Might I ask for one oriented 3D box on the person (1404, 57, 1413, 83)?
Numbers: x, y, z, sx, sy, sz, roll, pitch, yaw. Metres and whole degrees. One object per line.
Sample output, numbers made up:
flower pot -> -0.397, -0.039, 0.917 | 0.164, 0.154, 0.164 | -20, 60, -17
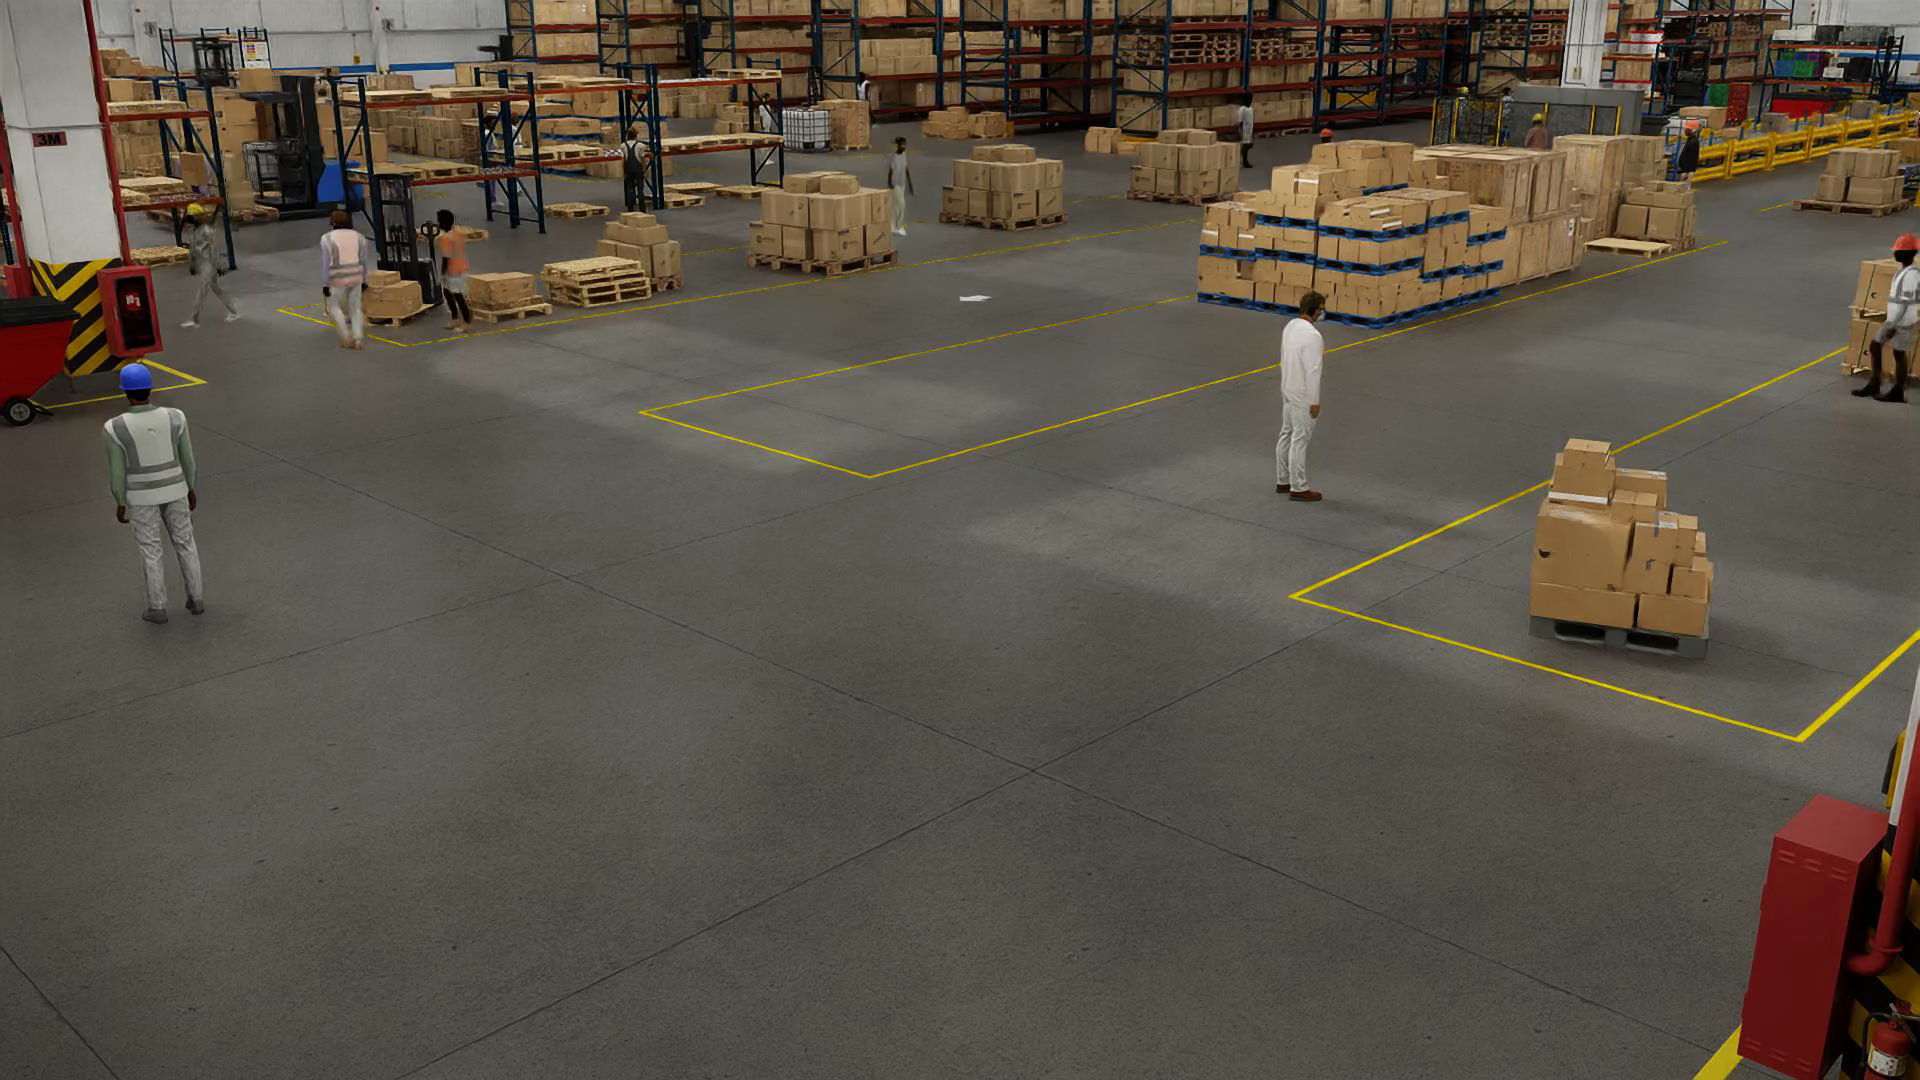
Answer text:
person -> 21.207, -22.187, 78.573 | 0.311, 1.636, 0.523 | 17, 25, 42

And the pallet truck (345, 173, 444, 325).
pallet truck -> -8.209, -4.181, 23.757 | 0.823, 1.965, 1.885 | 3, 19, 9

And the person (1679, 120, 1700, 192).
person -> 14.778, -7.520, 33.824 | 0.385, 1.994, 0.611 | 6, 19, 17

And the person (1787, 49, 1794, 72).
person -> 41.569, -23.891, 83.549 | 0.540, 1.732, 0.687 | -13, 23, -35

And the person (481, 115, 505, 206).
person -> -10.178, -8.222, 36.054 | 0.391, 1.920, 0.587 | -8, 20, -23

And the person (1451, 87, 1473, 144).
person -> 14.636, -12.279, 48.493 | 0.623, 1.792, 0.932 | 15, 23, 37

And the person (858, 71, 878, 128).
person -> -3.192, -14.782, 55.884 | 0.915, 1.888, 0.602 | -14, 23, -37

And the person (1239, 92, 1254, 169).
person -> 7.476, -10.723, 43.532 | 0.554, 1.952, 0.638 | 13, 22, 35

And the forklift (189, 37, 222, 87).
forklift -> -27.337, -16.864, 60.591 | 1.873, 2.768, 1.129 | 17, 25, 41

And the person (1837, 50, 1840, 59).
person -> 41.183, -22.277, 78.307 | 0.402, 1.987, 0.608 | 13, 22, 33

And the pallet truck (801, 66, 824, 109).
pallet truck -> -4.812, -15.182, 56.903 | 0.823, 1.965, 1.885 | -9, 21, -26

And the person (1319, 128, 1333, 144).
person -> 7.165, -7.116, 32.724 | 0.558, 1.927, 0.381 | -4, 19, -11

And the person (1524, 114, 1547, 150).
person -> 13.526, -9.161, 39.206 | 0.546, 1.715, 0.939 | -8, 20, -23

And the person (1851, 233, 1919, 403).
person -> 10.509, -2.503, 18.825 | 0.678, 1.915, 0.580 | 6, 19, 16

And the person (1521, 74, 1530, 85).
person -> 20.138, -15.797, 59.344 | 0.518, 1.617, 0.366 | -17, 25, -41

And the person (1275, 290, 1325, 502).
person -> 3.130, -1.323, 15.251 | 0.373, 1.933, 0.627 | -4, 19, -12

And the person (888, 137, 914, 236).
person -> -1.091, -6.732, 31.694 | 0.662, 1.846, 0.521 | 13, 22, 34

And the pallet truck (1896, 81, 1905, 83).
pallet truck -> 34.802, -16.331, 61.455 | 0.653, 1.274, 1.630 | 17, 25, 41

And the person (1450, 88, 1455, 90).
person -> 23.000, -22.001, 77.544 | 0.373, 1.937, 0.630 | 7, 19, 19

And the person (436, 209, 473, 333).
person -> -6.960, -3.657, 22.667 | 0.569, 1.674, 0.552 | -1, 18, -4

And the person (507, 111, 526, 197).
person -> -10.064, -8.743, 37.684 | 0.356, 1.883, 0.572 | -2, 18, -7

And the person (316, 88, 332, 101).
person -> -17.644, -11.586, 46.230 | 0.633, 1.887, 1.003 | -13, 22, -34

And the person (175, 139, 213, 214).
person -> -14.190, -6.445, 30.740 | 0.770, 1.899, 0.610 | 12, 22, 32

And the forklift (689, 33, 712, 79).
forklift -> -10.322, -18.852, 66.579 | 1.873, 2.768, 1.129 | 17, 25, 41

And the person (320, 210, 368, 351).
person -> -7.975, -3.353, 21.539 | 0.492, 1.818, 0.651 | 17, 25, 41

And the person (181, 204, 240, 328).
person -> -10.537, -3.839, 23.197 | 0.496, 1.697, 0.923 | 13, 23, 35

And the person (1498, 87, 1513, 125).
person -> 16.589, -12.900, 50.512 | 0.542, 1.673, 0.608 | 14, 23, 35

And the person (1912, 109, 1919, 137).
person -> 26.067, -11.084, 44.935 | 0.418, 1.749, 0.536 | -15, 23, -37

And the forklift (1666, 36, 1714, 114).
forklift -> 27.341, -17.291, 61.877 | 1.129, 2.768, 1.873 | 17, 25, 41

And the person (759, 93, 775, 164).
person -> -5.193, -11.032, 44.597 | 0.331, 1.874, 0.519 | 7, 19, 19

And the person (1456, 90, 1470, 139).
person -> 15.135, -12.682, 49.941 | 0.566, 1.637, 0.642 | 14, 23, 36

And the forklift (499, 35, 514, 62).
forklift -> -17.217, -17.828, 63.494 | 1.873, 2.768, 1.129 | -8, 20, -24

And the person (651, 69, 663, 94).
person -> -11.540, -17.125, 63.365 | 0.523, 1.606, 0.808 | 2, 18, 5

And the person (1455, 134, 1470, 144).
person -> 9.249, -6.513, 30.718 | 0.677, 2.000, 1.071 | -9, 20, -26

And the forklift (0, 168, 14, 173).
forklift -> -24.990, -10.578, 41.652 | 1.129, 2.768, 1.873 | 17, 25, 41

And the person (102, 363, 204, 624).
person -> -5.930, -0.340, 12.263 | 0.604, 1.949, 0.384 | -17, 25, -42

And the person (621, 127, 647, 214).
person -> -6.662, -7.517, 34.048 | 0.506, 1.847, 0.345 | 1, 18, 3

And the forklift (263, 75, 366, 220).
forklift -> -13.481, -8.134, 34.288 | 1.129, 2.768, 1.873 | 17, 25, 41

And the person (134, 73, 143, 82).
person -> -26.830, -14.476, 54.957 | 0.355, 1.896, 0.705 | 11, 21, 31
